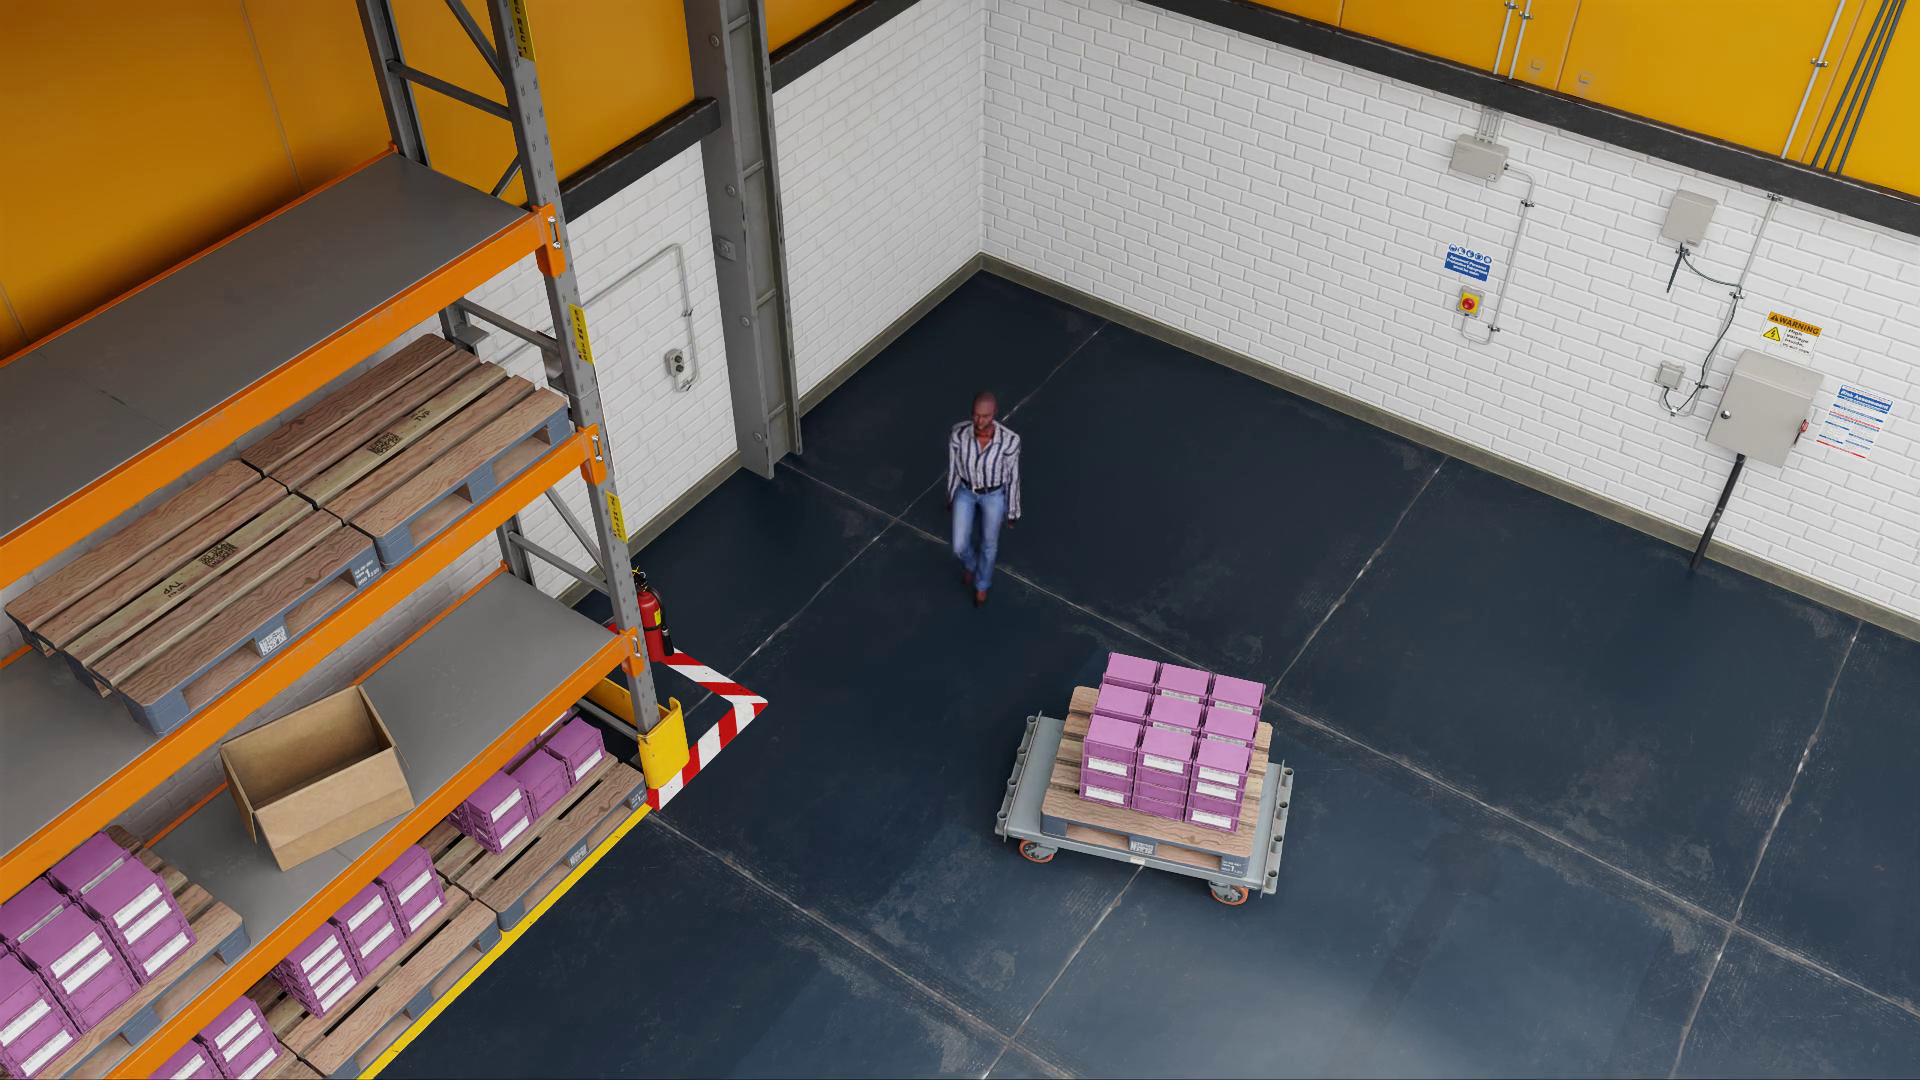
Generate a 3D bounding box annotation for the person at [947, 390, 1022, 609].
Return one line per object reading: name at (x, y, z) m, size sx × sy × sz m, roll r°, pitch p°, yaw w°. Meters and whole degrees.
person at (0.151, -0.316, 10.953) m, size 0.753 × 1.784 × 0.761 m, roll 7°, pitch 44°, yaw 7°
